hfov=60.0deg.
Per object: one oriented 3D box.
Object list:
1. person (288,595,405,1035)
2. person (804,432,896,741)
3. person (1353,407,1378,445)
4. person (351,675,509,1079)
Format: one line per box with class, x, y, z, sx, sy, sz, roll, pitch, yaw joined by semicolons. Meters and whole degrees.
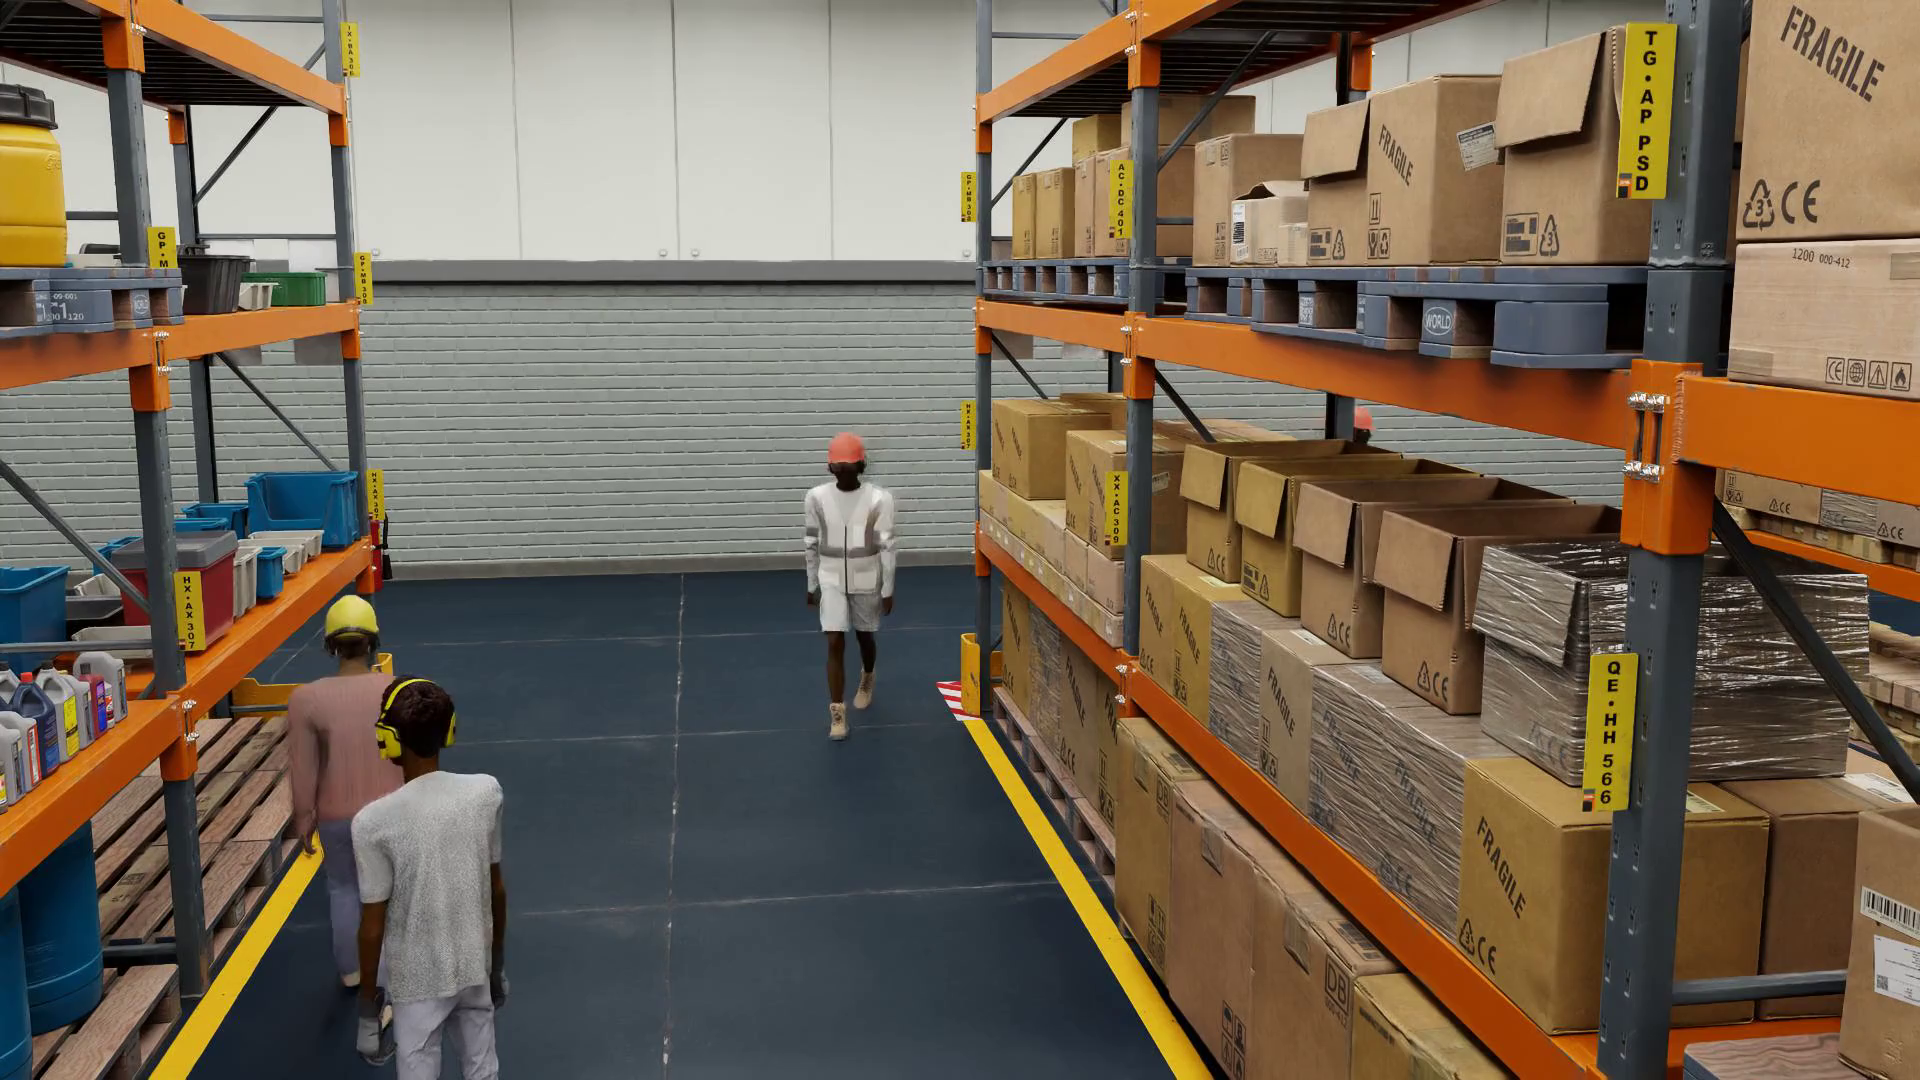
person;-2.420;1.079;6.806;0.540;1.733;0.825;-2;9;-11
person;-0.723;0.253;11.105;0.613;2.003;1.053;0;9;3
person;3.200;-0.134;13.691;0.419;1.919;0.555;2;10;14
person;-1.549;1.320;4.924;0.348;1.860;0.508;8;12;40
